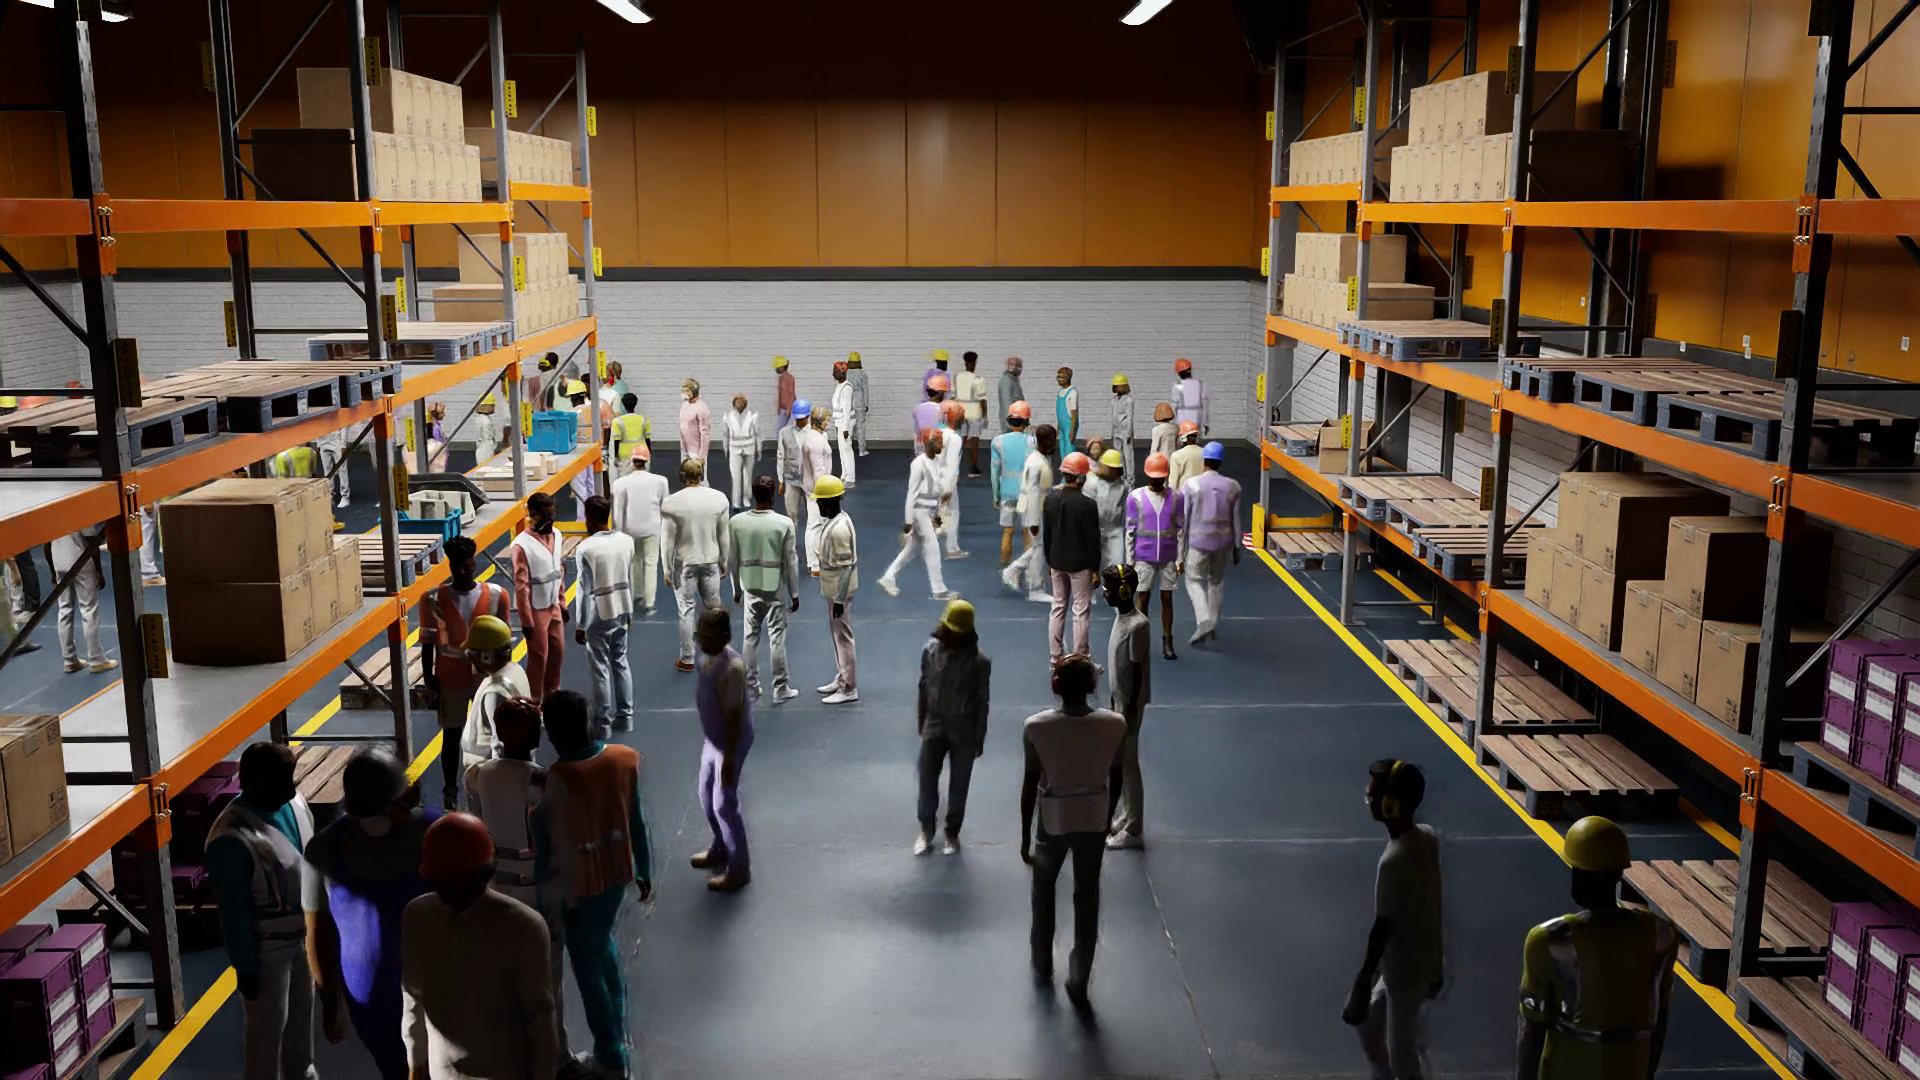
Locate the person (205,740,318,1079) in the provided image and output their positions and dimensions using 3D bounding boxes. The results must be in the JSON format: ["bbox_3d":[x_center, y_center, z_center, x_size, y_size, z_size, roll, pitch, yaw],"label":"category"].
[{"bbox_3d":[-3.009,1.762,7.333,0.429,1.835,0.635,2,11,8],"label":"person"}]

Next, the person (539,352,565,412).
[{"bbox_3d":[-6.406,-2.061,26.439,0.583,1.858,0.326,-8,14,-34],"label":"person"}]

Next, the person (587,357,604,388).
[{"bbox_3d":[-5.973,-2.188,27.326,0.329,1.751,0.567,7,13,30],"label":"person"}]

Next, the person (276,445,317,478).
[{"bbox_3d":[-7.577,-0.503,19.050,0.321,1.687,0.530,7,13,31],"label":"person"}]

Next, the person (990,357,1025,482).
[{"bbox_3d":[0.728,-1.810,25.152,0.539,1.913,0.717,2,11,8],"label":"person"}]

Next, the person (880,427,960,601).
[{"bbox_3d":[-0.462,-0.281,17.544,0.895,1.852,0.578,3,12,14],"label":"person"}]

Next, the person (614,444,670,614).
[{"bbox_3d":[-3.244,-0.137,17.141,0.579,1.714,0.865,0,11,-2],"label":"person"}]

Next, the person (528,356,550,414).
[{"bbox_3d":[-6.665,-2.077,26.775,0.533,1.757,0.336,-1,11,-4],"label":"person"}]

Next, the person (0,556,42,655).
[{"bbox_3d":[-8.810,0.247,14.998,0.579,1.808,0.942,5,12,24],"label":"person"}]

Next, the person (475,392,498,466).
[{"bbox_3d":[-6.157,-1.062,21.704,0.319,1.743,0.488,-6,13,-29],"label":"person"}]

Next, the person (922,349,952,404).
[{"bbox_3d":[-0.341,-2.067,26.330,0.458,1.912,0.596,-8,14,-35],"label":"person"}]

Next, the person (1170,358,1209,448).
[{"bbox_3d":[3.393,-1.775,24.902,0.595,1.893,0.666,-3,12,-13],"label":"person"}]

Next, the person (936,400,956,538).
[{"bbox_3d":[-0.178,-0.890,20.867,0.355,1.736,0.575,-3,12,-16],"label":"person"}]

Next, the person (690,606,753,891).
[{"bbox_3d":[-1.456,1.239,10.030,0.387,1.803,0.642,-6,13,-27],"label":"person"}]

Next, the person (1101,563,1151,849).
[{"bbox_3d":[1.053,1.066,10.769,0.351,1.856,0.521,-2,11,-8],"label":"person"}]

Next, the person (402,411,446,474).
[{"bbox_3d":[-5.933,-0.479,18.452,0.607,1.865,0.707,3,12,15],"label":"person"}]

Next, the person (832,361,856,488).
[{"bbox_3d":[-1.720,-1.707,24.618,0.351,1.878,0.569,-3,12,-13],"label":"person"}]

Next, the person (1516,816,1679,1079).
[{"bbox_3d":[2.324,1.954,6.165,0.583,1.918,0.404,-1,11,-5],"label":"person"}]

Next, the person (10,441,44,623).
[{"bbox_3d":[-9.473,-0.165,16.578,0.618,1.990,0.394,10,15,40],"label":"person"}]

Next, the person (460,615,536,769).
[{"bbox_3d":[-2.635,1.323,9.524,0.404,1.829,0.600,-1,11,-7],"label":"person"}]

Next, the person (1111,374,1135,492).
[{"bbox_3d":[2.343,-1.550,24.183,0.348,1.732,0.480,-7,13,-31],"label":"person"}]

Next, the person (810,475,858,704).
[{"bbox_3d":[-1.044,0.408,13.880,0.381,1.923,0.592,-2,11,-9],"label":"person"}]

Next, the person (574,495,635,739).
[{"bbox_3d":[-2.758,0.598,12.985,0.410,1.908,0.598,7,13,30],"label":"person"}]

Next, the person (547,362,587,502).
[{"bbox_3d":[-5.505,-1.587,23.588,0.686,2.000,0.943,1,11,3],"label":"person"}]

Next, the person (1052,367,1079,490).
[{"bbox_3d":[1.554,-1.602,24.196,0.341,1.837,0.502,-4,12,-20],"label":"person"}]

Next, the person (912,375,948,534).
[{"bbox_3d":[-0.324,-1.062,20.999,0.607,2.033,0.423,9,15,39],"label":"person"}]

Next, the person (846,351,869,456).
[{"bbox_3d":[-1.756,-2.276,27.795,0.492,1.744,0.295,2,11,10],"label":"person"}]

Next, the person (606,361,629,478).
[{"bbox_3d":[-4.937,-1.611,23.970,0.373,1.940,0.628,-1,11,-6],"label":"person"}]

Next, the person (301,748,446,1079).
[{"bbox_3d":[-2.289,1.778,6.716,0.700,2.000,0.916,-1,11,-5],"label":"person"}]

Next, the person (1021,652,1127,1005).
[{"bbox_3d":[0.574,1.480,8.756,0.576,1.814,0.706,-2,11,-8],"label":"person"}]

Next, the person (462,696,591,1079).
[{"bbox_3d":[-2.021,1.645,7.783,0.576,1.882,0.355,4,12,19],"label":"person"}]
